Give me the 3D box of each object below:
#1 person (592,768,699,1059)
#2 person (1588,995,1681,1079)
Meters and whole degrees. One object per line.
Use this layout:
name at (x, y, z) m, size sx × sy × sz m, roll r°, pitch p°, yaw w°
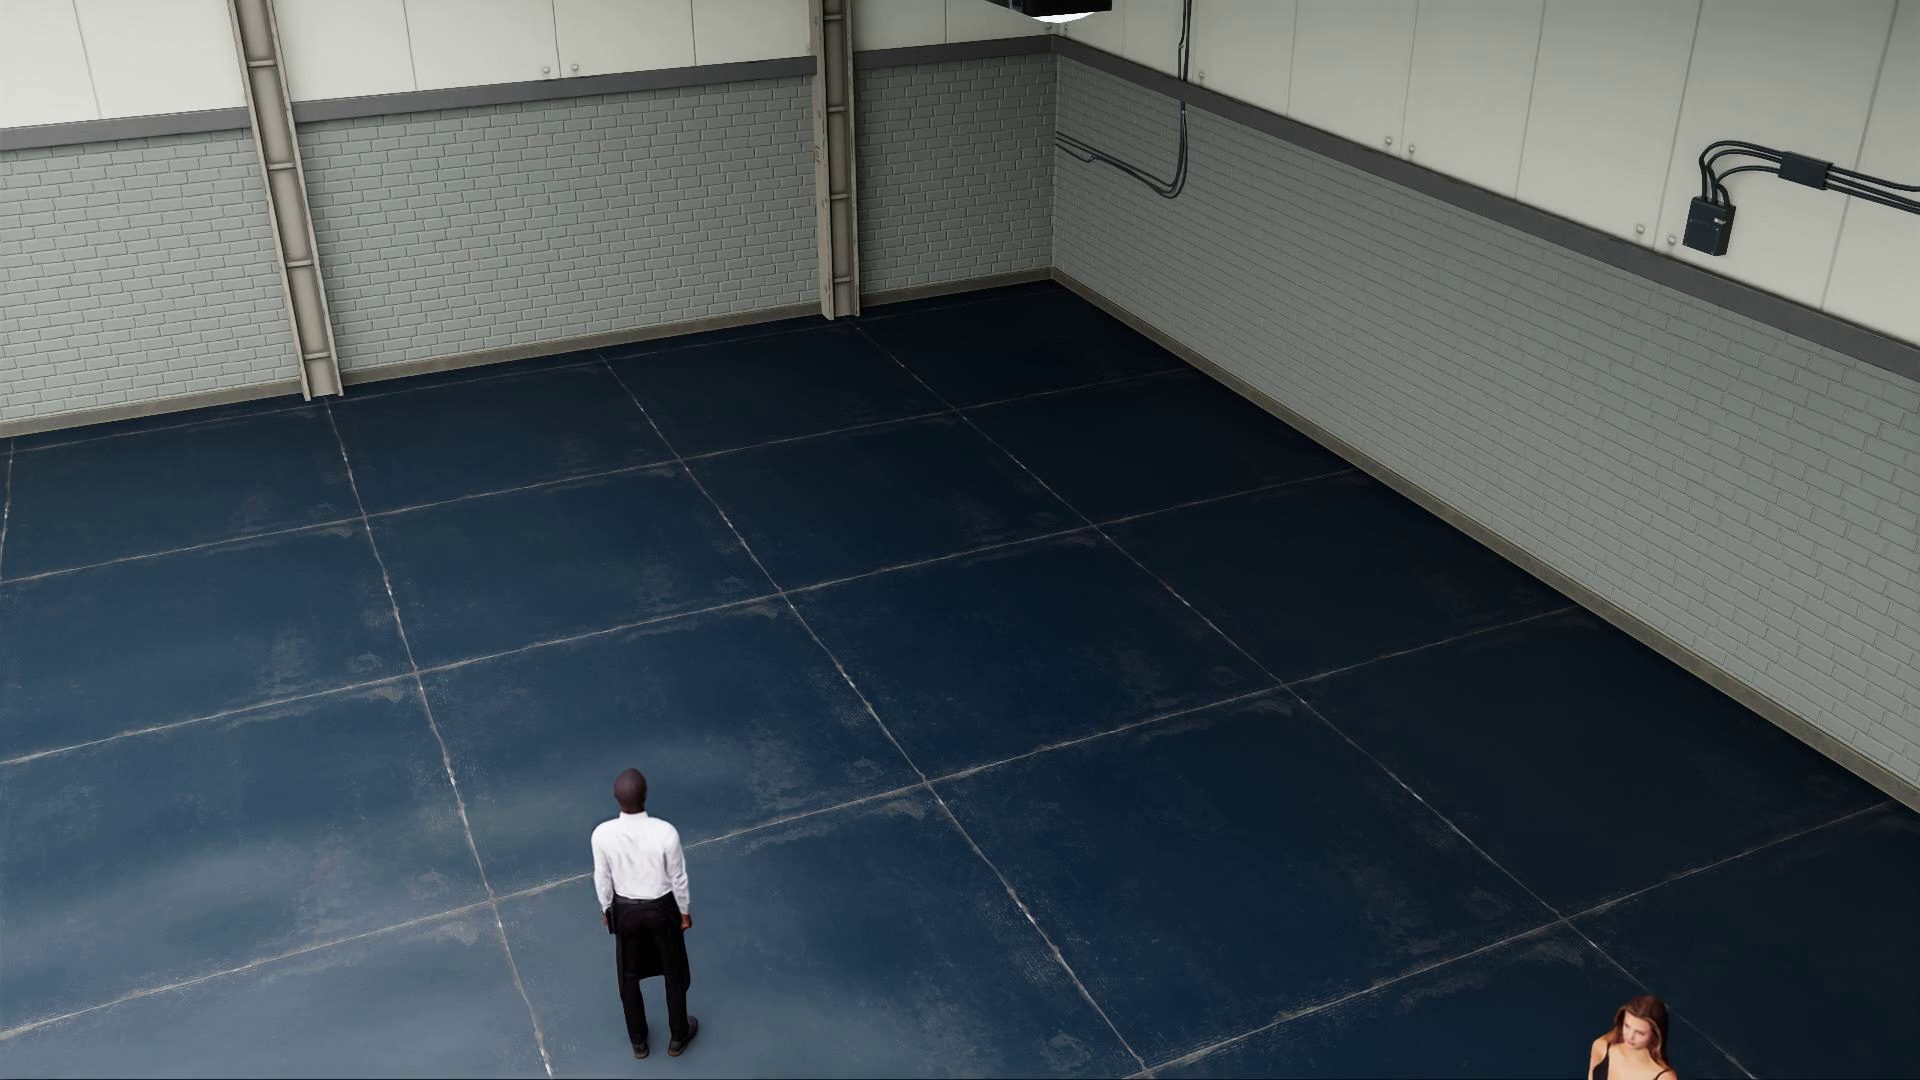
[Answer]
person at (-1.699, 2.021, 8.968) m, size 0.615 × 1.837 × 0.770 m, roll -1°, pitch 27°, yaw -2°
person at (3.071, 2.759, 7.686) m, size 1.093 × 1.699 × 0.776 m, roll -22°, pitch 35°, yaw -37°
